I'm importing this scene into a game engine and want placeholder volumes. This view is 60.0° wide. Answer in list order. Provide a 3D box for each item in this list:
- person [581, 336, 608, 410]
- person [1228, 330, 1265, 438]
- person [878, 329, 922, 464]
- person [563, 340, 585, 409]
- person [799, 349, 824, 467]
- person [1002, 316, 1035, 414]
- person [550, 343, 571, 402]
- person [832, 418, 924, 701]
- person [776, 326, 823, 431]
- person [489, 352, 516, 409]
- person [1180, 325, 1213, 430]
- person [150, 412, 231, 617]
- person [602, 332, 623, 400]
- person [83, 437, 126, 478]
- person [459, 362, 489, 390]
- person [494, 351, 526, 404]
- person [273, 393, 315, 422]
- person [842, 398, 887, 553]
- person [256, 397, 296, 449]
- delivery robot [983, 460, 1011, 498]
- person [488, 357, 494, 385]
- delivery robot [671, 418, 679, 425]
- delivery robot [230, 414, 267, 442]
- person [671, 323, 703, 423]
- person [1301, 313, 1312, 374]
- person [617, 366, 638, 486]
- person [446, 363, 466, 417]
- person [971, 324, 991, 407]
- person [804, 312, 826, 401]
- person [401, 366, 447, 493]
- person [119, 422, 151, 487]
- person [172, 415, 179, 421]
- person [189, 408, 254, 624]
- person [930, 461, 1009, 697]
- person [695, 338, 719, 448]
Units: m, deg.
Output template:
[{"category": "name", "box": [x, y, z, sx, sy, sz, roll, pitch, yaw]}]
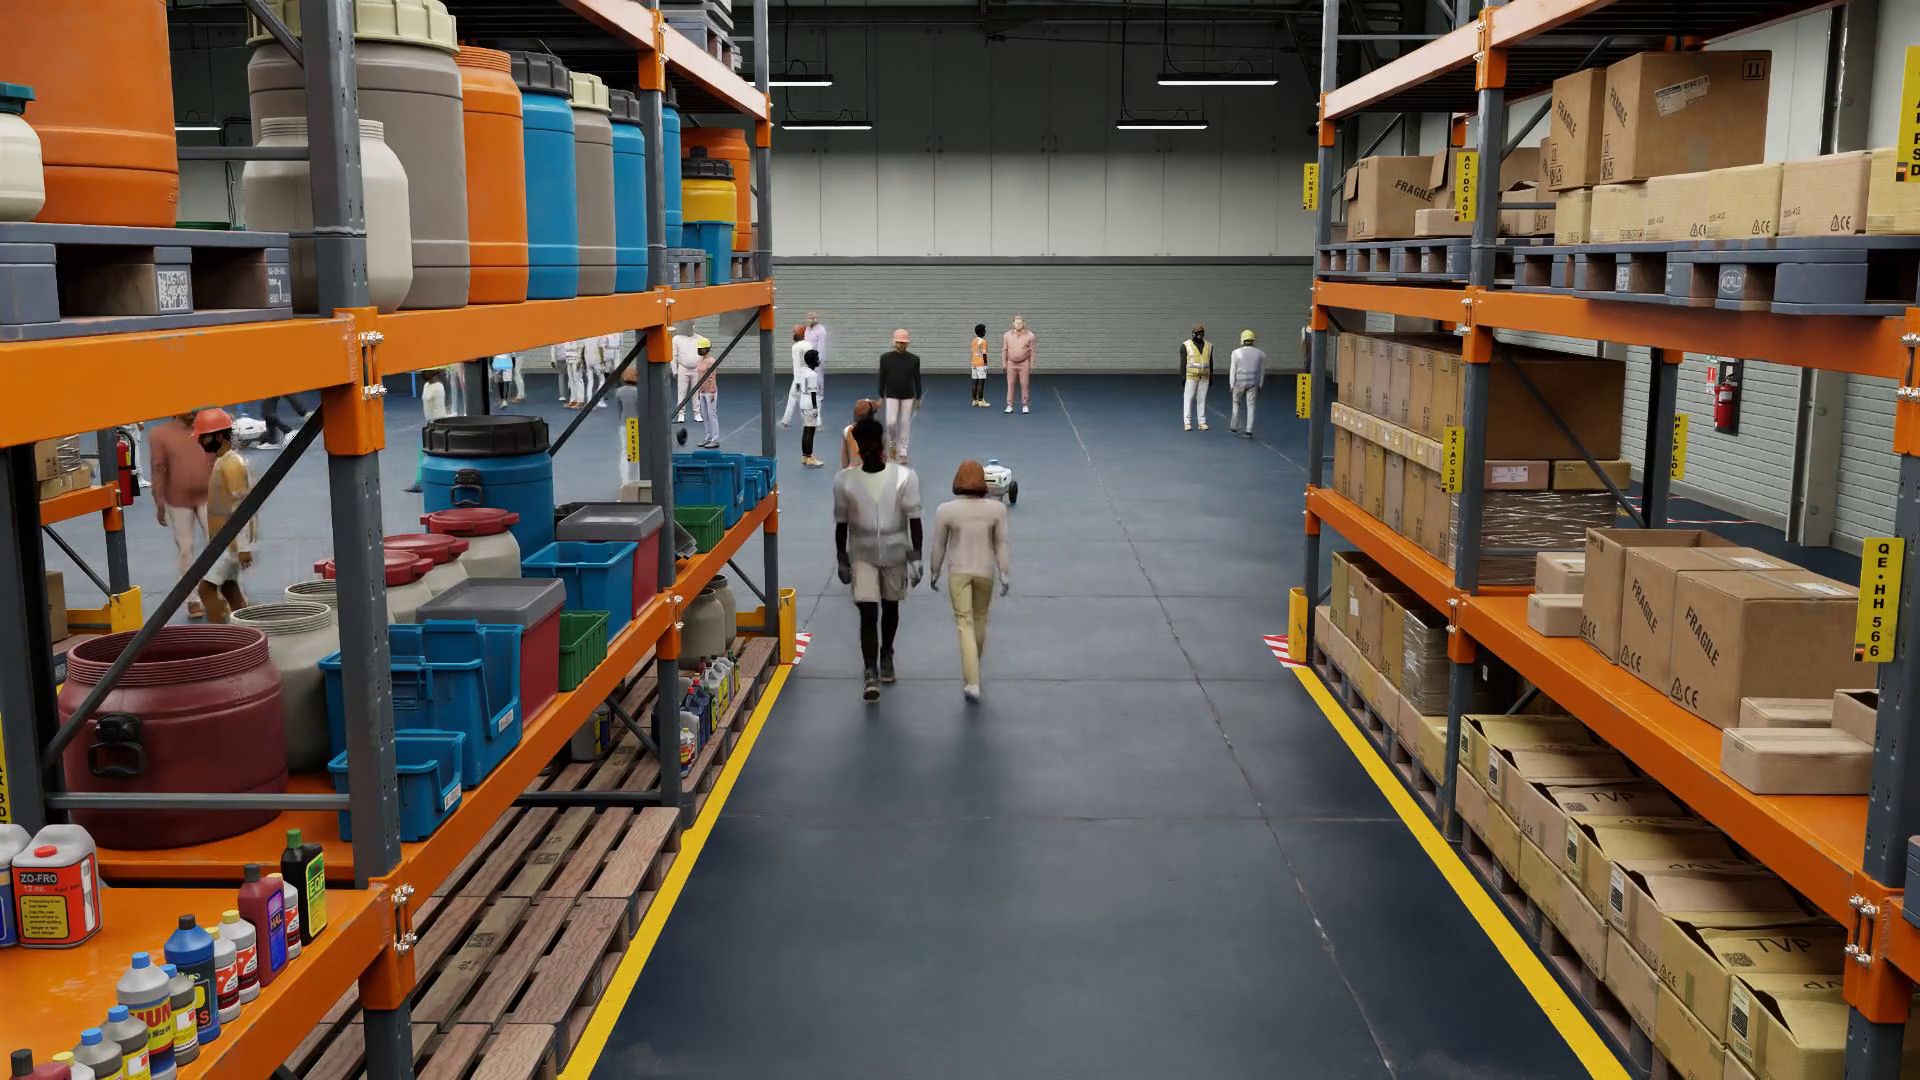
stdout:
[{"category": "person", "box": [-7.352, -3.556, 33.511, 0.548, 1.845, 0.715, 2, 10, 13]}, {"category": "person", "box": [4.842, -2.655, 28.267, 0.627, 1.793, 0.863, -1, 10, -6]}, {"category": "person", "box": [-0.874, -2.107, 24.433, 0.647, 1.979, 0.437, -1, 10, -7]}, {"category": "person", "box": [-7.825, -3.629, 33.672, 0.403, 1.944, 0.605, -7, 12, -36]}, {"category": "person", "box": [-2.165, -1.923, 24.192, 0.321, 1.696, 0.537, -3, 10, -16]}, {"category": "person", "box": [1.141, -3.446, 32.692, 0.651, 1.904, 0.403, 2, 10, 10]}, {"category": "person", "box": [-8.408, -3.895, 35.381, 0.615, 1.904, 0.611, -3, 10, -15]}, {"category": "person", "box": [-0.562, 0.112, 11.415, 0.617, 1.895, 1.055, -1, 10, -4]}, {"category": "person", "box": [-2.812, -2.838, 29.245, 0.993, 1.836, 0.603, 6, 11, 32]}, {"category": "person", "box": [-9.252, -3.468, 33.625, 0.533, 1.638, 0.874, -1, 10, -6]}, {"category": "person", "box": [4.198, -2.869, 29.431, 0.625, 1.844, 0.429, -3, 10, -16]}, {"category": "person", "box": [-6.344, -0.323, 13.766, 0.622, 1.976, 0.614, -6, 11, -31]}, {"category": "person", "box": [-7.489, -3.930, 35.681, 0.577, 1.887, 1.008, -7, 12, -37]}, {"category": "person", "box": [-11.515, -1.782, 22.393, 0.610, 2.015, 0.779, 4, 10, 25]}, {"category": "person", "box": [-8.504, -2.769, 29.113, 0.526, 1.750, 0.402, -1, 10, -6]}, {"category": "person", "box": [-9.493, -3.815, 34.849, 0.788, 1.917, 0.673, -7, 12, -37]}, {"category": "person", "box": [-12.424, -3.165, 30.731, 1.050, 2.000, 0.698, 0, 9, -3]}, {"category": "person", "box": [-0.921, -0.551, 16.144, 0.522, 1.639, 0.309, 7, 11, 34]}, {"category": "person", "box": [-10.936, -2.395, 26.392, 0.487, 1.906, 0.620, -6, 11, -30]}, {"category": "delivery robot", "box": [0.409, -0.737, 20.337, 0.477, 0.478, 0.707, 2, 9, 12]}, {"category": "person", "box": [-10.508, -4.092, 37.486, 0.866, 1.586, 0.544, 8, 12, 39]}, {"category": "delivery robot", "box": [-4.810, -1.974, 26.967, 0.335, 0.223, 0.698, 3, 10, 19]}, {"category": "delivery robot", "box": [-11.404, -1.771, 26.541, 0.477, 0.478, 0.707, 3, 10, 15]}, {"category": "person", "box": [-5.016, -3.137, 30.839, 0.655, 1.906, 0.407, -4, 10, -20]}, {"category": "person", "box": [7.965, -4.225, 37.595, 0.562, 1.825, 0.456, 6, 11, 32]}, {"category": "person", "box": [-4.203, -1.454, 21.650, 0.505, 1.607, 0.702, 4, 10, 21]}, {"category": "person", "box": [-9.595, -3.168, 31.836, 0.499, 1.633, 0.279, 0, 9, 1]}, {"category": "person", "box": [0.415, -3.576, 34.096, 0.318, 1.697, 0.535, -5, 11, -28]}, {"category": "person", "box": [-3.167, -3.894, 35.414, 0.634, 1.884, 0.672, -9, 13, -42]}, {"category": "person", "box": [-6.783, -1.439, 21.139, 0.787, 1.733, 0.553, -8, 12, -39]}, {"category": "person", "box": [-11.005, -1.570, 21.945, 0.492, 1.740, 0.324, 1, 10, 5]}, {"category": "person", "box": [-9.810, -1.493, 21.116, 0.535, 1.864, 0.309, 4, 10, 25]}, {"category": "person", "box": [-5.438, 0.003, 12.013, 0.680, 1.906, 0.599, -5, 11, -26]}, {"category": "person", "box": [0.055, 0.240, 11.534, 0.522, 1.581, 0.842, -2, 10, -11]}, {"category": "person", "box": [-4.065, -2.358, 26.620, 0.336, 1.757, 0.517, -7, 12, -37]}]
